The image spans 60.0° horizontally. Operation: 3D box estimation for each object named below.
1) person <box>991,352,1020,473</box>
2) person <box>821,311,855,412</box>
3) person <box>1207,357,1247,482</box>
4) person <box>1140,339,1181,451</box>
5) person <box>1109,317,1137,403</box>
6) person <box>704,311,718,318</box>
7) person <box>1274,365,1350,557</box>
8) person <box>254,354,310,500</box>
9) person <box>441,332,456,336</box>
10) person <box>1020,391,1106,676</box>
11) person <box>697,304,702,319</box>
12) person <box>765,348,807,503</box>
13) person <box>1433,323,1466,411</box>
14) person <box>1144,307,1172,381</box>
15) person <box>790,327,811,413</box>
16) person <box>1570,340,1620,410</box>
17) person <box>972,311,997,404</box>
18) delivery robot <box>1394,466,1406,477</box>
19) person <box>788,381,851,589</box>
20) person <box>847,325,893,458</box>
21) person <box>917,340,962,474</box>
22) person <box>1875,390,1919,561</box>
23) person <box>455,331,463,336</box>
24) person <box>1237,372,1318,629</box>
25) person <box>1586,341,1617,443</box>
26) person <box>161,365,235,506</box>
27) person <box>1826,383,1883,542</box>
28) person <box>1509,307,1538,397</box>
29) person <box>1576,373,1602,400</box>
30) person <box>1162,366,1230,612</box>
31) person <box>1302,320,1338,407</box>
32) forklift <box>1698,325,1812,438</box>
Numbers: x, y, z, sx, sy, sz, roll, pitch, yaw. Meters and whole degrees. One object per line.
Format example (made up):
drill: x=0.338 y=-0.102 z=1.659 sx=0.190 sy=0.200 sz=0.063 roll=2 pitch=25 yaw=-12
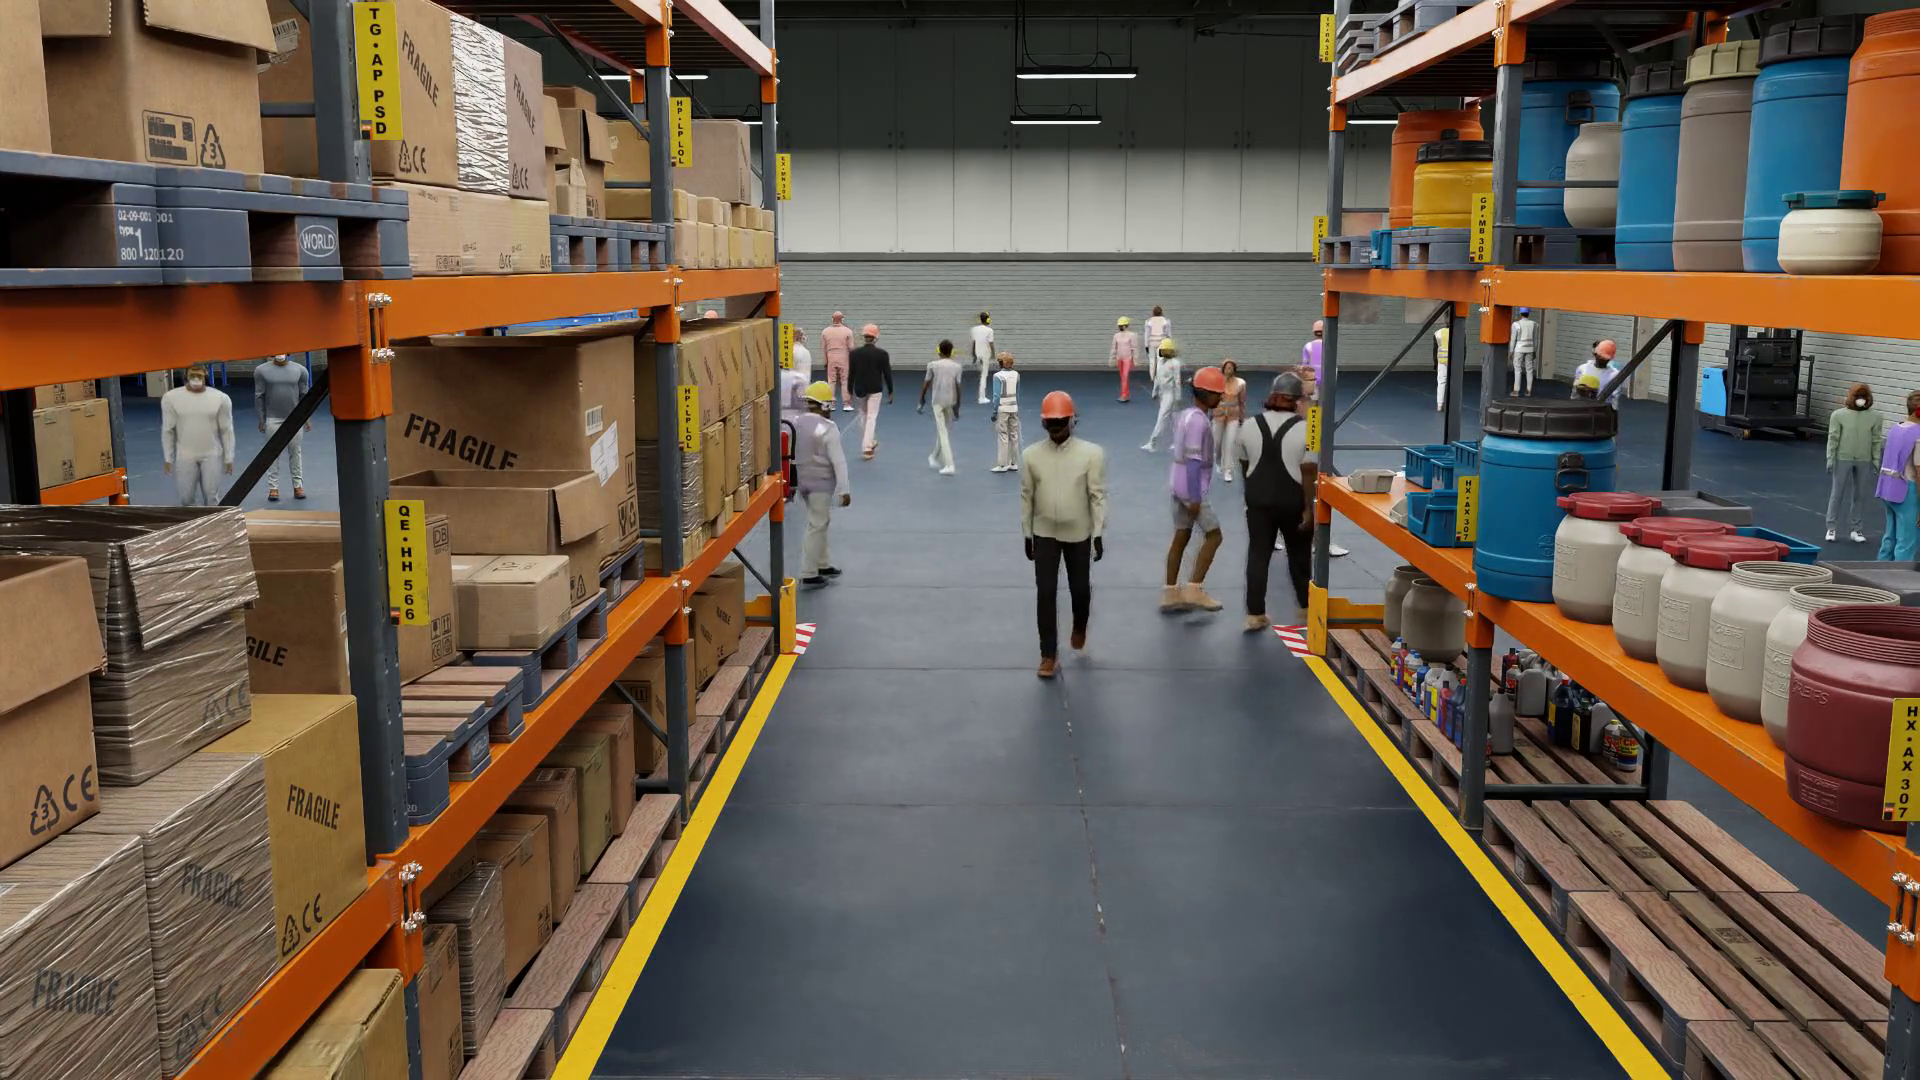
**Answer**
person: x=0.620 y=-1.742 z=22.679 sx=0.306 sy=1.639 sz=0.524 roll=8 pitch=13 yaw=41
person: x=-2.324 y=-3.429 z=31.968 sx=0.650 sy=1.913 sz=0.409 roll=2 pitch=10 yaw=13
person: x=3.497 y=-1.603 z=21.887 sx=0.524 sy=1.617 sz=0.566 roll=1 pitch=10 yaw=9
person: x=3.110 y=-2.197 z=25.226 sx=0.892 sy=1.689 sz=0.499 roll=-5 pitch=11 yaw=-28
person: x=3.266 y=-3.653 z=33.813 sx=0.556 sy=1.732 sz=0.795 roll=8 pitch=12 yaw=39
person: x=-4.469 y=-3.127 z=29.935 sx=0.608 sy=1.988 sz=0.392 roll=2 pitch=10 yaw=12
person: x=3.339 y=-0.788 z=16.331 sx=0.980 sy=1.860 sz=0.659 roll=4 pitch=10 yaw=24
person: x=-8.187 y=-1.467 z=20.137 sx=0.627 sy=1.941 sz=0.372 roll=-5 pitch=11 yaw=-26
person: x=-8.684 y=-2.872 z=28.721 sx=0.838 sy=1.874 sz=0.681 roll=-1 pitch=10 yaw=-5
person: x=0.729 y=-0.079 z=11.715 sx=0.613 sy=1.973 sz=0.801 roll=2 pitch=10 yaw=10
person: x=-6.106 y=-4.493 z=38.390 sx=0.666 sy=1.891 sz=0.633 roll=-7 pitch=12 yaw=-36
person: x=-2.085 y=-1.370 z=19.637 sx=0.551 sy=1.922 sz=0.619 roll=1 pitch=10 yaw=9
person: x=9.442 y=-3.411 z=32.091 sx=0.624 sy=1.838 sz=0.430 roll=6 pitch=11 yaw=31
person: x=4.718 y=-4.646 z=39.627 sx=0.630 sy=1.791 sz=0.968 roll=2 pitch=10 yaw=11
person: x=-2.556 y=-2.304 z=25.374 sx=0.891 sy=1.877 sz=0.655 roll=-9 pitch=13 yaw=-44
person: x=7.922 y=-1.557 z=20.829 sx=0.613 sy=1.891 sz=0.470 roll=4 pitch=10 yaw=23
person: x=0.541 y=-3.719 z=33.865 sx=0.553 sy=1.854 sz=0.571 roll=9 pitch=13 yaw=42
delivery robot: x=5.077 y=-0.605 z=18.961 sx=0.477 sy=0.478 sz=0.707 roll=-2 pitch=10 yaw=-12
person: x=-1.174 y=-0.497 z=14.700 sx=0.703 sy=1.808 sz=0.627 roll=-9 pitch=13 yaw=-44
person: x=-1.302 y=-2.197 z=24.520 sx=0.642 sy=1.933 sz=1.037 roll=3 pitch=10 yaw=16
person: x=-0.241 y=-1.826 z=22.715 sx=0.526 sy=1.797 sz=1.022 roll=-4 pitch=10 yaw=-25
person: x=7.603 y=-0.293 z=13.390 sx=0.374 sy=1.840 sz=0.568 roll=1 pitch=9 yaw=4
person: x=-9.080 y=-3.123 z=30.110 sx=0.489 sy=1.915 sz=0.576 roll=1 pitch=10 yaw=7
person: x=2.562 y=-0.325 z=13.119 sx=0.693 sy=2.000 sz=0.909 roll=6 pitch=11 yaw=32
person: x=9.925 y=-2.263 z=25.780 sx=0.882 sy=1.651 sz=0.545 roll=-6 pitch=11 yaw=-33
person: x=-7.381 y=-0.794 z=16.150 sx=0.661 sy=1.920 sz=0.512 roll=-4 pitch=10 yaw=-24
person: x=9.152 y=-0.797 z=17.039 sx=0.507 sy=1.631 sz=0.268 roll=2 pitch=10 yaw=13
person: x=12.052 y=-4.051 z=35.586 sx=0.613 sy=1.945 sz=0.406 roll=-1 pitch=10 yaw=-6
person: x=6.290 y=-0.800 z=16.733 sx=0.600 sy=1.747 sz=0.539 roll=-8 pitch=12 yaw=-40
person: x=1.915 y=-0.415 z=13.600 sx=0.522 sy=2.009 sz=0.644 roll=-1 pitch=10 yaw=-6
person: x=5.843 y=-2.605 z=26.992 sx=0.579 sy=1.920 sz=0.399 roll=3 pitch=10 yaw=17
forklift: x=13.248 y=-3.165 z=27.620 sx=1.129 sy=2.768 sz=1.873 roll=0 pitch=9 yaw=1
